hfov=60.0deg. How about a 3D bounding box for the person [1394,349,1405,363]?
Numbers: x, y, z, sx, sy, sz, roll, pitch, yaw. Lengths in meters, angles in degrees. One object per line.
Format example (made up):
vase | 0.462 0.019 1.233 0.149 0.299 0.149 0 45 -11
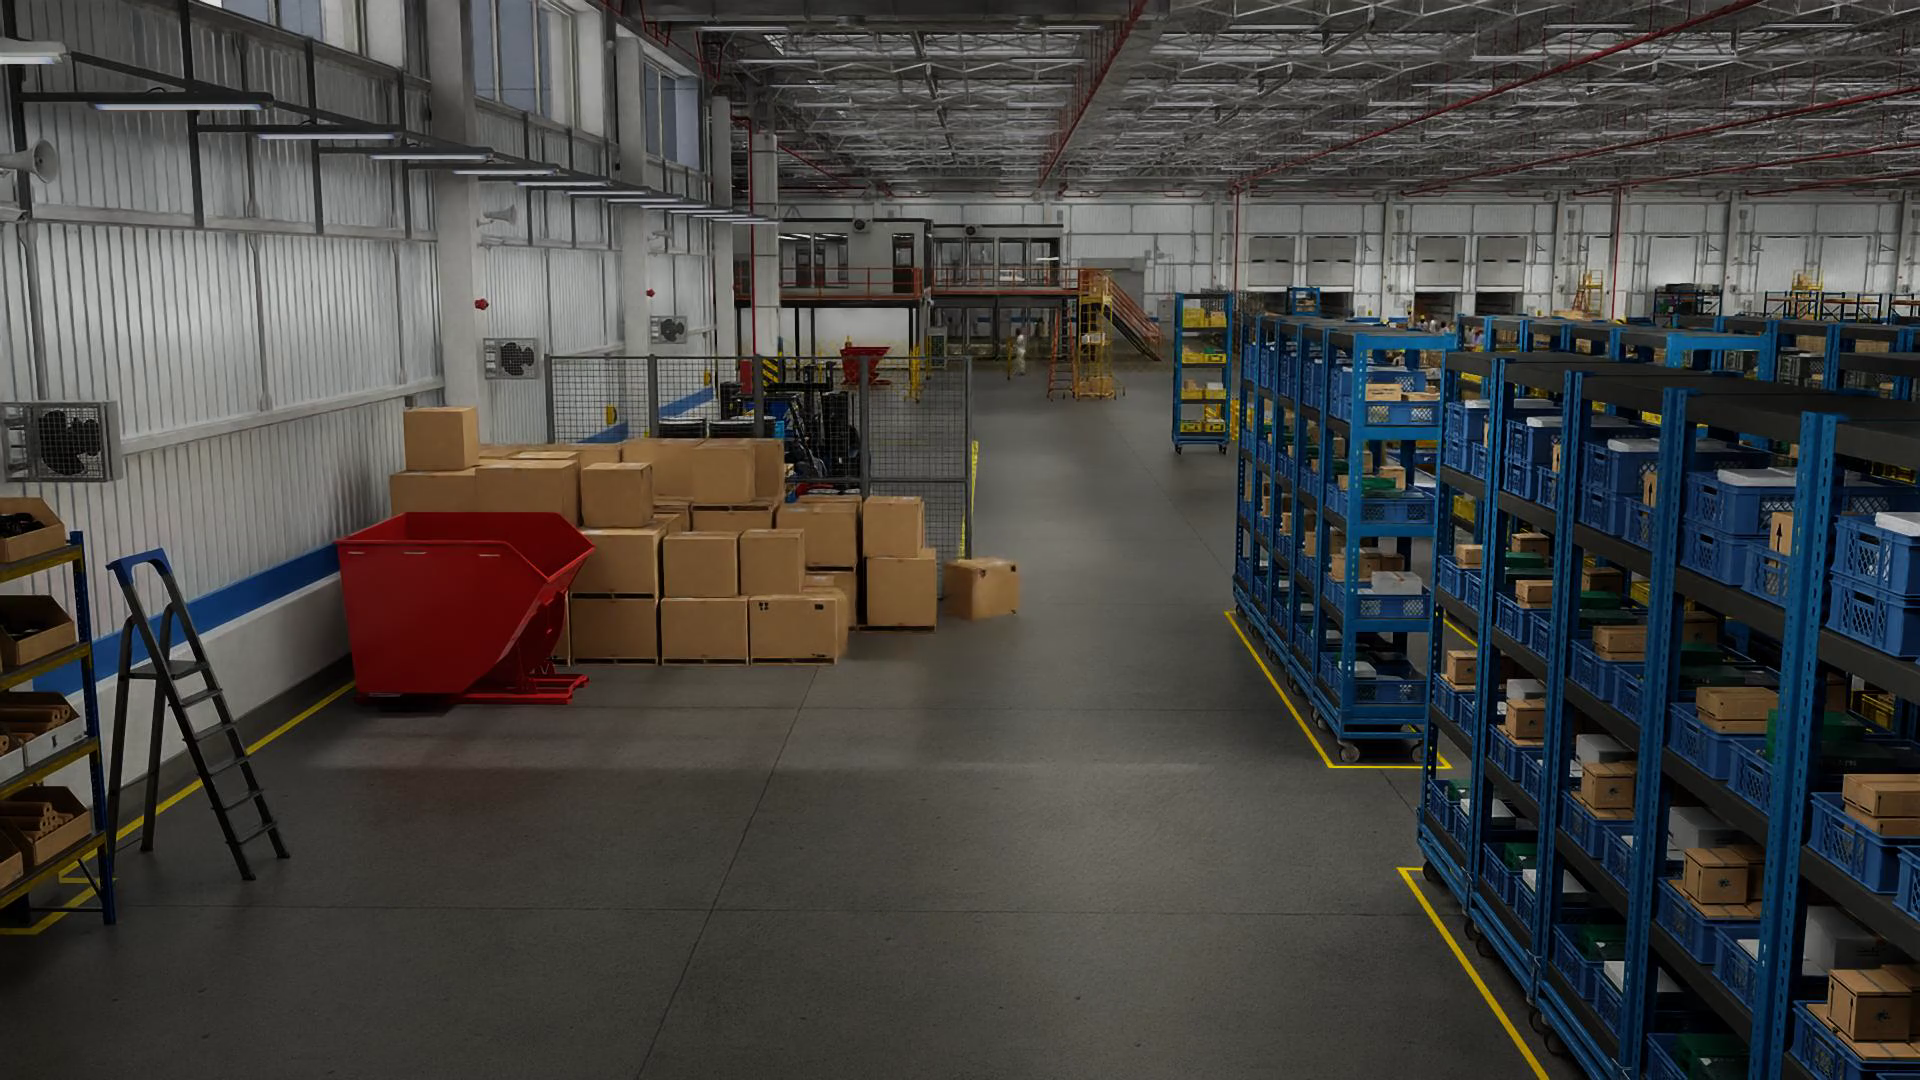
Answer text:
person | 13.622 -5.073 51.318 0.536 1.757 0.346 -2 9 -12

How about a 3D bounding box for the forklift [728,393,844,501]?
forklift | -2.979 -1.316 26.476 2.680 1.987 1.157 0 9 1

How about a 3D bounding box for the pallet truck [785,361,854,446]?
pallet truck | -3.410 -3.193 38.978 1.885 1.965 0.823 0 9 -1

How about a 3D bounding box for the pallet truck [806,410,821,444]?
pallet truck | -3.559 -2.018 33.905 1.522 1.261 0.704 0 9 -1

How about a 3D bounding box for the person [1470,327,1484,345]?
person | 20.048 -7.314 64.449 1.067 1.989 0.630 -5 11 -30

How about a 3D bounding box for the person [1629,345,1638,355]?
person | 24.237 -6.521 59.371 0.693 2.000 0.536 6 11 33

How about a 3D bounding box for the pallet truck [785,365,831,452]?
pallet truck | -3.774 -2.976 37.635 1.885 1.965 0.823 1 9 5

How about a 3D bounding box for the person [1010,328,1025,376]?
person | 2.193 -7.323 64.867 0.803 1.856 0.613 2 9 13

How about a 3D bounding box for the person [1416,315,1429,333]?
person | 22.492 -9.966 80.969 0.594 1.925 0.370 3 10 20

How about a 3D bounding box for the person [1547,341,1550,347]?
person | 19.048 -5.514 53.743 0.524 1.846 0.516 1 9 8

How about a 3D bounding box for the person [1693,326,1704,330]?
person | 38.990 -10.979 87.841 0.525 1.726 0.863 0 9 0

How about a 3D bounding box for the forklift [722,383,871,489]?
forklift | -2.893 -1.687 28.729 2.680 1.987 1.157 0 9 -1

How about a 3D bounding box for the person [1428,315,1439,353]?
person | 23.398 -10.176 82.393 1.007 1.901 0.639 1 9 6

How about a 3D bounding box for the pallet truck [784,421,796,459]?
pallet truck | -4.013 -1.793 32.705 1.601 1.201 0.680 0 9 1

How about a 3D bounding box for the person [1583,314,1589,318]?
person | 31.045 -10.215 82.397 0.861 1.967 0.621 -6 11 -31

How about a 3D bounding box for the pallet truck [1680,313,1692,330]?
pallet truck | 36.315 -10.531 84.244 0.823 1.965 1.885 -6 11 -33

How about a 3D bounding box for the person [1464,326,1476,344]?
person | 21.836 -8.355 71.368 0.515 1.824 0.959 6 11 33

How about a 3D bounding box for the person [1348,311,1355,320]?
person | 21.354 -11.480 90.354 0.644 1.902 0.972 -8 12 -41

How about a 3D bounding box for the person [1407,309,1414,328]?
person | 25.641 -12.208 94.836 0.395 1.920 0.584 7 12 37

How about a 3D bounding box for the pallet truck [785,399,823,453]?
pallet truck | -3.814 -2.432 36.419 1.630 1.274 0.653 0 9 1

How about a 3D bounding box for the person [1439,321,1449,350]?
person | 21.710 -8.919 74.854 0.496 1.839 0.659 -1 9 -6

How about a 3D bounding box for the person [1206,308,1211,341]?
person | 14.501 -12.574 97.097 0.434 1.916 0.560 5 10 28
